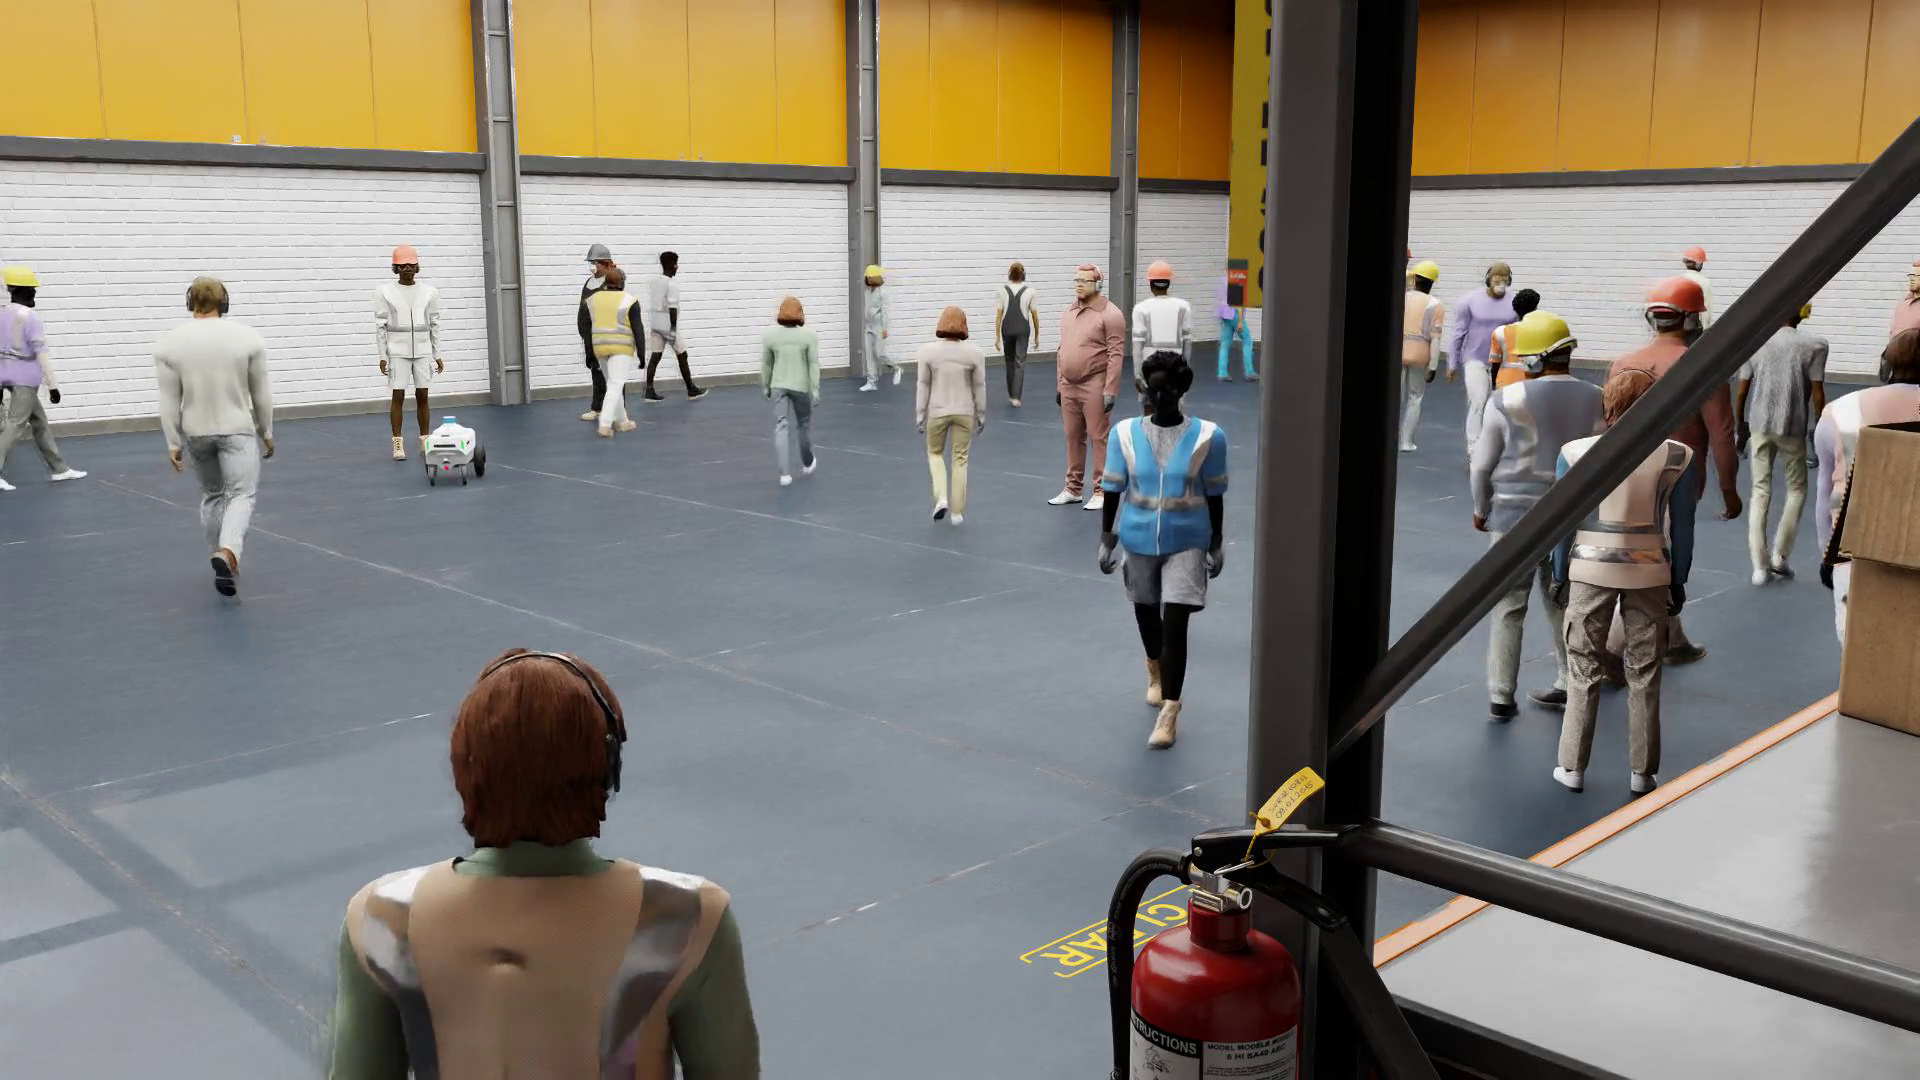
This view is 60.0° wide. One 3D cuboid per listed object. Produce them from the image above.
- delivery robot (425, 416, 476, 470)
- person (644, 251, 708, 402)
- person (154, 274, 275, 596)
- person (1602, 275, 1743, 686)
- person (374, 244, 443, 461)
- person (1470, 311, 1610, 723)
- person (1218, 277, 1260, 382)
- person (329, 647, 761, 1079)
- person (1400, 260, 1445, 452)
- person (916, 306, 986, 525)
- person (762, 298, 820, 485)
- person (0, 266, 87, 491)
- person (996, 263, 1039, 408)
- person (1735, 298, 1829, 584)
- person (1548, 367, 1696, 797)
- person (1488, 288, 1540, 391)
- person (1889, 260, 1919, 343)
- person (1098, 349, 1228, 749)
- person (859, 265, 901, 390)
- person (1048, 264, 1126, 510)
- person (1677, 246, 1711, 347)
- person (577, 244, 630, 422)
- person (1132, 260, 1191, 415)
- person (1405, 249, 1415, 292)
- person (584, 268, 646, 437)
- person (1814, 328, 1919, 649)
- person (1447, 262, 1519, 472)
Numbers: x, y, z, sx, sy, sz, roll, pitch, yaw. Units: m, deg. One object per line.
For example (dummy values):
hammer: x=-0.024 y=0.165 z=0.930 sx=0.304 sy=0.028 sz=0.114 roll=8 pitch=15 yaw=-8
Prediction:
delivery robot: x=-4.436 y=-0.833 z=14.486 sx=0.477 sy=0.478 sz=0.707 roll=-2 pitch=11 yaw=-9
person: x=-3.694 y=-2.741 z=21.407 sx=0.630 sy=1.922 sz=0.969 roll=10 pitch=14 yaw=43
person: x=-4.431 y=-0.619 z=9.896 sx=0.620 sy=1.909 sz=0.857 roll=-2 pitch=11 yaw=-9
person: x=3.347 y=-0.284 z=7.989 sx=1.026 sy=1.957 sz=0.605 roll=-6 pitch=12 yaw=-28
person: x=-5.234 y=-1.781 z=15.847 sx=0.605 sy=2.045 sz=0.377 roll=-6 pitch=12 yaw=-32
person: x=2.520 y=-0.085 z=7.284 sx=0.602 sy=1.811 sz=0.514 roll=-1 pitch=10 yaw=-8
person: x=4.108 y=-3.204 z=24.214 sx=0.813 sy=1.812 sz=0.588 roll=-4 pitch=11 yaw=-19
person: x=-0.516 y=0.947 z=2.118 sx=0.554 sy=1.621 sz=0.349 roll=1 pitch=10 yaw=3
person: x=4.362 y=-1.762 z=16.152 sx=0.613 sy=1.893 sz=0.752 roll=6 pitch=12 yaw=29
person: x=-0.062 y=-0.916 z=12.284 sx=0.520 sy=1.617 sz=0.353 roll=0 pitch=10 yaw=-2
person: x=-1.456 y=-1.304 z=14.458 sx=0.524 sy=1.583 sz=0.839 roll=1 pitch=10 yaw=5
person: x=-7.951 y=-1.371 z=14.080 sx=0.609 sy=1.882 sz=0.996 roll=6 pitch=12 yaw=29
person: x=0.712 y=-2.550 z=20.750 sx=0.527 sy=1.796 sz=0.978 roll=2 pitch=11 yaw=9
person: x=5.042 y=-0.655 z=10.225 sx=0.552 sy=1.851 sz=0.544 roll=8 pitch=13 yaw=37
person: x=2.503 y=0.167 z=6.325 sx=0.517 sy=1.641 sz=0.308 roll=3 pitch=11 yaw=14
person: x=4.633 y=-1.221 z=13.742 sx=0.535 sy=1.697 sz=0.318 roll=6 pitch=12 yaw=30
person: x=8.660 y=-1.577 z=15.112 sx=0.408 sy=1.909 sz=0.642 roll=-3 pitch=11 yaw=-14
person: x=0.886 y=-0.006 z=7.222 sx=0.539 sy=1.662 sz=0.852 roll=3 pitch=11 yaw=17
person: x=-1.122 y=-2.932 z=22.966 sx=0.574 sy=1.727 sz=0.499 roll=-9 pitch=14 yaw=-41
person: x=0.977 y=-1.193 z=13.005 sx=0.409 sy=1.913 sz=0.639 roll=-9 pitch=14 yaw=-42
person: x=9.200 y=-2.694 z=20.966 sx=0.393 sy=1.994 sz=0.617 roll=-5 pitch=12 yaw=-26
person: x=-4.121 y=-2.369 z=19.061 sx=0.689 sy=2.000 sz=0.538 roll=8 pitch=13 yaw=38
person: x=1.816 y=-1.541 z=14.904 sx=0.559 sy=1.916 sz=0.752 roll=-1 pitch=10 yaw=-4
person: x=7.497 y=-4.016 z=28.335 sx=0.548 sy=1.933 sz=0.374 roll=9 pitch=14 yaw=41
person: x=-3.700 y=-2.002 z=17.780 sx=0.644 sy=1.796 sz=0.923 roll=3 pitch=11 yaw=17
person: x=3.642 y=0.078 z=6.461 sx=0.616 sy=1.783 sz=0.890 roll=4 pitch=11 yaw=20
person: x=4.775 y=-1.541 z=14.974 sx=0.660 sy=1.883 sz=0.915 roll=-1 pitch=10 yaw=-5
